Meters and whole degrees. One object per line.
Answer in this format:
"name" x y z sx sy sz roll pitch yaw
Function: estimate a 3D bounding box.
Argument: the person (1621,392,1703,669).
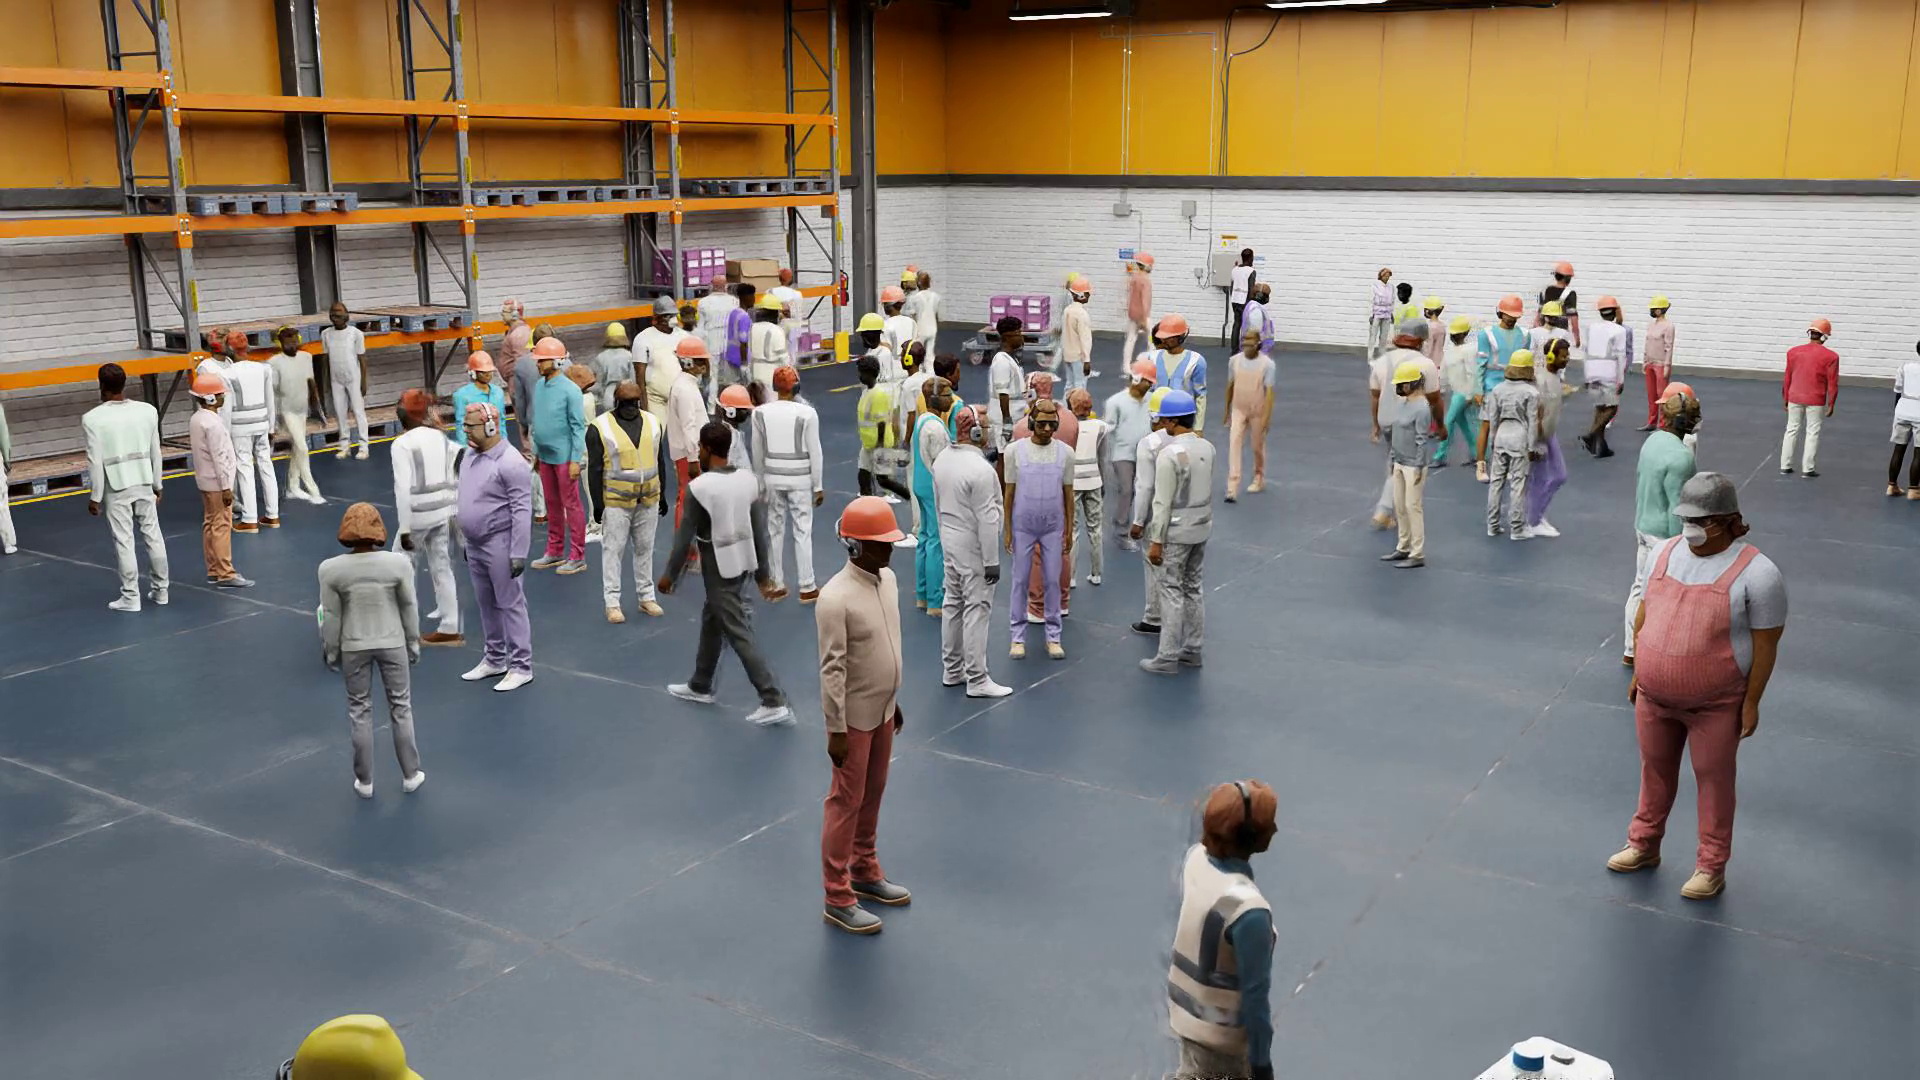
"person" 4.709 -0.025 11.138 0.352 1.937 0.635 0 13 2

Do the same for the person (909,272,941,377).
"person" -0.544 -2.981 24.191 0.530 1.832 0.420 -6 14 -23

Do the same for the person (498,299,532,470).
"person" -4.945 -1.731 18.601 0.402 1.913 0.640 -2 13 -8

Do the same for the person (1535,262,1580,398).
"person" 8.591 -2.984 23.875 1.081 1.982 0.639 -7 15 -26

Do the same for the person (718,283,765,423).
"person" -2.660 -2.266 20.900 0.994 1.909 0.634 -7 15 -27

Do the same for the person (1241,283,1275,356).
"person" 3.928 -2.469 21.967 0.429 1.838 0.622 0 13 2

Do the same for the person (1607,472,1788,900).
"person" 3.448 0.678 7.867 0.537 2.000 0.689 -9 16 -35

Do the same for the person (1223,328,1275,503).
"person" 2.947 -1.291 17.008 0.553 1.780 0.975 6 14 25

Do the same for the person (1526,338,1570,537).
"person" 5.413 -0.933 15.275 0.403 1.848 0.543 11 17 40

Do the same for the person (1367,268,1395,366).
"person" 7.065 -3.738 27.900 0.511 1.640 0.308 -5 14 -22

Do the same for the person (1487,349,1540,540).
"person" 5.092 -0.881 15.279 0.315 1.743 0.487 -10 16 -37

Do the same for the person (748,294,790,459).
"person" -2.157 -1.888 19.269 0.485 1.914 0.605 -10 16 -37

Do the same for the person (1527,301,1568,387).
"person" 7.046 -1.987 20.024 0.523 1.769 0.316 -2 13 -8

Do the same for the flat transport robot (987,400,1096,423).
"flat transport robot" 1.022 -1.705 22.078 1.431 0.197 0.652 -6 14 -23

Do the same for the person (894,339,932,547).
"person" -0.408 -0.860 14.907 0.328 1.874 0.517 5 14 22

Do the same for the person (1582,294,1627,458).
"person" 7.443 -1.896 19.362 0.737 1.886 0.592 -11 17 -39

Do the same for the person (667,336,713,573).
"person" -2.265 -0.728 14.066 0.397 1.992 0.623 -3 13 -13

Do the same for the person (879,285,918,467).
"person" -0.744 -1.853 18.835 0.368 2.047 0.606 10 16 37

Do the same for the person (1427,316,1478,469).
"person" 5.626 -1.651 18.664 0.733 1.723 0.635 -1 13 -6

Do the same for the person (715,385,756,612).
"person" -1.739 -0.329 12.869 0.349 1.748 0.563 -1 13 -5

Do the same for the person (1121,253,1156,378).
"person" 2.973 -3.561 26.417 0.924 1.952 0.624 -6 14 -24

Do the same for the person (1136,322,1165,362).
"person" 1.977 -1.247 16.629 0.516 1.857 0.345 12 17 41

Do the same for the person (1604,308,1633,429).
"person" 8.504 -2.279 21.705 0.533 1.587 0.883 7 15 28

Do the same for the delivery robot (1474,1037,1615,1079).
"delivery robot" 1.880 1.916 5.545 0.707 0.478 0.477 -12 18 -43

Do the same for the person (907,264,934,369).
"person" -0.613 -3.706 27.587 0.493 1.725 0.687 -9 15 -33

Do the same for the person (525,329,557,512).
"person" -4.071 -1.183 16.415 0.403 1.824 0.586 -13 18 -43

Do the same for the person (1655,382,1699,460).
"person" 5.536 -0.358 12.985 0.327 1.753 0.563 3 13 13

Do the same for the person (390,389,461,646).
"person" -3.970 -0.155 11.892 0.855 1.862 0.587 5 14 21

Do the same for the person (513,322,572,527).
"person" -3.894 -1.082 15.730 0.628 1.938 0.377 4 14 17

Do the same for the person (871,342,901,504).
"person" -0.785 -1.189 16.856 0.280 1.634 0.499 -4 14 -17

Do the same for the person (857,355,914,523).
"person" -0.726 -0.905 15.565 0.726 1.659 0.551 -5 14 -22

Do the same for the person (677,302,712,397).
"person" -3.188 -1.879 19.445 0.544 1.823 0.946 -5 14 -19

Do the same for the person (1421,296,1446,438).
"person" 5.874 -2.156 20.757 0.324 1.769 0.523 10 16 37

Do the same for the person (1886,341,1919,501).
"person" 9.756 -1.238 16.953 0.319 1.687 0.539 -6 14 -26

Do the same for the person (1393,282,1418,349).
"person" 6.452 -2.898 24.174 0.368 1.679 0.543 -2 13 -8

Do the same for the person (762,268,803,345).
"person" -2.595 -3.061 24.489 0.582 1.854 0.576 5 14 20

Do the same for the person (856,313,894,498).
"person" -0.859 -1.331 16.827 0.377 1.925 0.594 -4 14 -17

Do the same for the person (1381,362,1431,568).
"person" 3.818 -0.644 14.236 0.339 1.756 0.532 -3 13 -13

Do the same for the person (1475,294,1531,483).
"person" 5.829 -1.620 17.851 0.604 2.034 0.386 -2 13 -10
